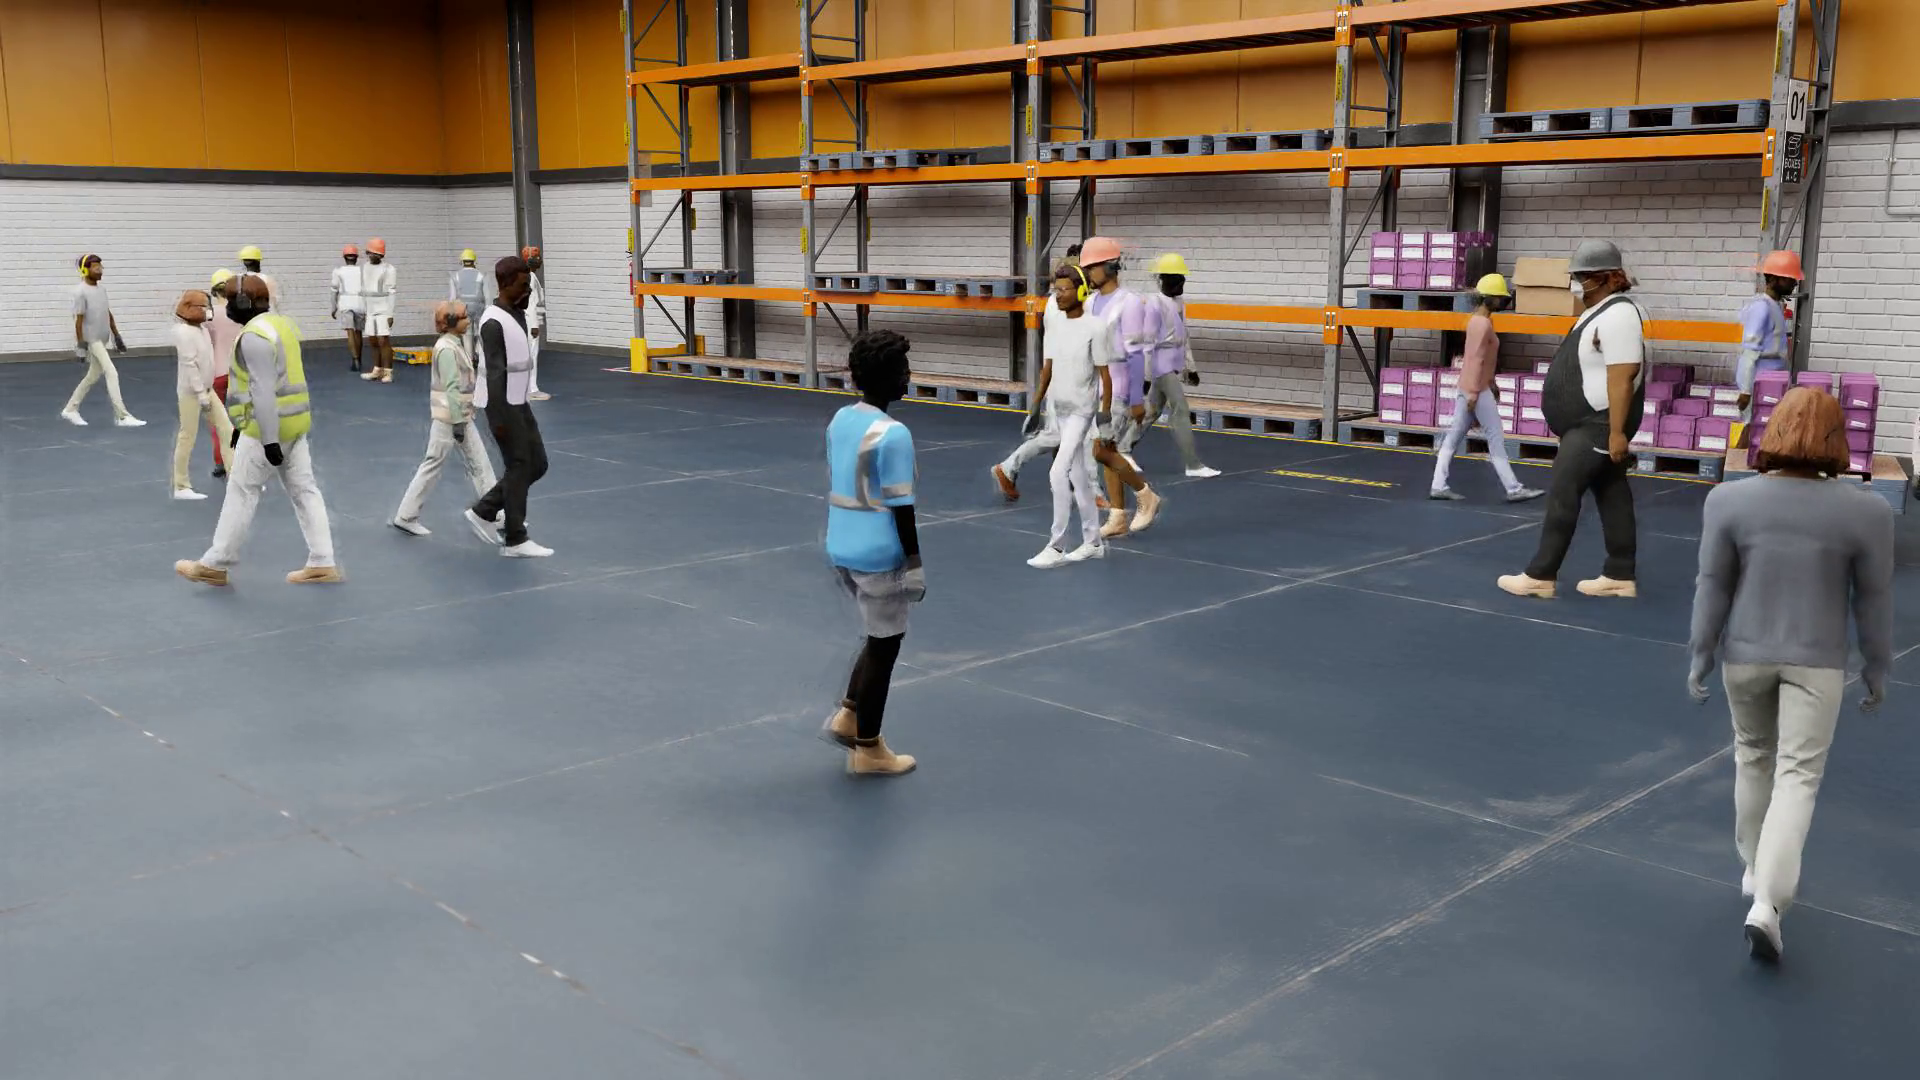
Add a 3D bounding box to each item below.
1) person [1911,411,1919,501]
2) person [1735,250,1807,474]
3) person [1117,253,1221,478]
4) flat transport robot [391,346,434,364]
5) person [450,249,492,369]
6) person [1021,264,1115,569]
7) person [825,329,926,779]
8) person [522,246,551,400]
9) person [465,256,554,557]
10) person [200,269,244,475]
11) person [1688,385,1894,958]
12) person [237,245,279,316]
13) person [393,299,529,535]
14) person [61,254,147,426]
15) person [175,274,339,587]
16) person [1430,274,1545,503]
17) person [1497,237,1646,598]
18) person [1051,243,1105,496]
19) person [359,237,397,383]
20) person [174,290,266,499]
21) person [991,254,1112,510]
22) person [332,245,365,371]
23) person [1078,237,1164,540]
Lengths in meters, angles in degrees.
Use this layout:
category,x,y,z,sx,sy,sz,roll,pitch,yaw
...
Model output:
category,x,y,z,sx,sy,sz,roll,pitch,yaw
person,4.975,-0.363,8.030,0.663,1.855,1.024,8,13,38
person,5.926,-1.149,12.177,0.563,1.912,0.569,5,12,27
person,1.719,-1.475,14.041,1.006,1.883,0.590,5,11,25
flat transport robot,-8.577,-2.949,26.452,0.652,0.197,1.431,-7,13,-35
person,-7.330,-3.459,25.013,0.619,1.815,0.422,0,10,0
person,0.601,-0.749,10.181,0.804,1.841,0.521,-6,12,-29
person,-0.294,0.061,6.181,0.378,1.680,0.547,-5,12,-26
person,-5.288,-2.671,20.546,0.354,1.881,0.576,-4,11,-19
person,-2.837,-0.821,10.409,0.480,1.896,0.613,0,10,0
person,-6.084,-1.370,13.840,0.544,1.735,0.658,-7,13,-34
person,2.368,0.359,4.790,0.514,1.605,0.803,7,13,35
person,-8.291,-2.493,19.499,0.603,1.909,0.585,2,11,11
person,-3.438,-0.819,11.222,0.869,1.600,0.528,-1,10,-7
person,-9.186,-2.114,17.644,0.942,1.835,0.514,0,10,-1
person,-4.086,-0.620,9.588,0.949,1.793,0.635,0,10,-2
person,4.004,-1.129,12.543,0.871,1.724,0.536,2,11,9
person,3.425,-0.687,9.288,0.885,2.000,0.693,3,11,16
person,0.905,-1.323,12.985,0.378,1.958,0.601,-4,11,-21
person,-7.976,-3.131,22.757,0.734,1.991,0.521,5,12,27
person,-5.724,-1.097,12.721,0.744,1.607,0.508,0,10,1
person,0.718,-1.156,12.281,0.918,1.901,0.627,4,11,23
person,-9.150,-3.489,25.060,0.561,1.881,1.037,-4,11,-23
person,1.003,-0.986,11.009,0.510,2.012,0.616,-4,11,-21
